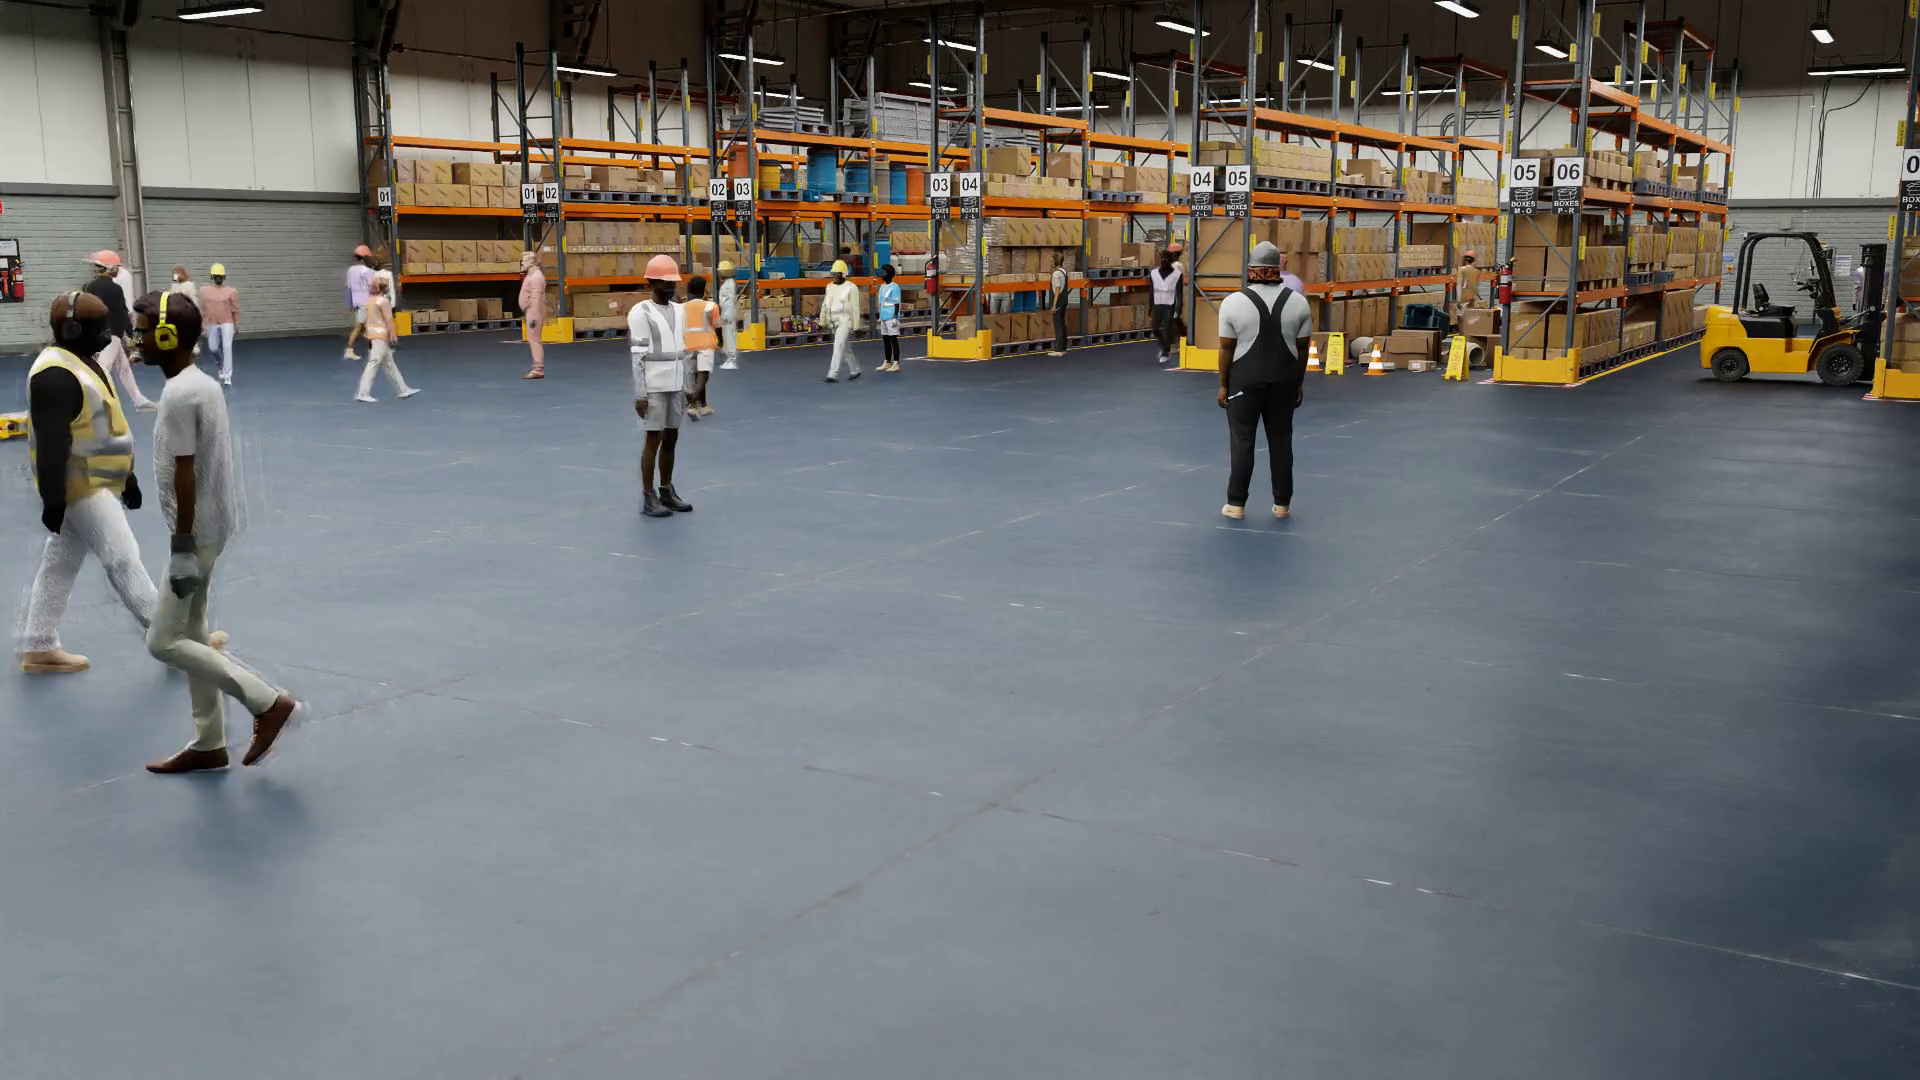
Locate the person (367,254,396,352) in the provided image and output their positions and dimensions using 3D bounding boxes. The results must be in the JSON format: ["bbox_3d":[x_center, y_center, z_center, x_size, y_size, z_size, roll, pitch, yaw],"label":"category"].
[{"bbox_3d":[-10.899,-4.448,31.219,0.580,1.835,1.003,3,11,18],"label":"person"}]

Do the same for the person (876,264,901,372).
[{"bbox_3d":[-1.125,-3.492,26.210,0.315,1.696,0.540,-6,12,-32],"label":"person"}]

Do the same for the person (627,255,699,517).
[{"bbox_3d":[-2.197,-1.143,12.402,0.381,1.933,0.561,6,12,30],"label":"person"}]

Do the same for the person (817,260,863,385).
[{"bbox_3d":[-1.714,-3.153,24.091,0.596,1.788,0.943,10,14,43],"label":"person"}]

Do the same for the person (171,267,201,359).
[{"bbox_3d":[-13.603,-3.943,28.985,0.532,1.596,0.788,5,11,25],"label":"person"}]

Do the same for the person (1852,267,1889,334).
[{"bbox_3d":[17.260,-4.558,31.567,0.580,1.919,0.397,5,11,27],"label":"person"}]

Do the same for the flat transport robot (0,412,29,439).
[{"bbox_3d":[-9.772,-1.248,17.636,0.652,0.197,1.431,6,12,32],"label":"flat transport robot"}]

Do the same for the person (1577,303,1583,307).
[{"bbox_3d":[14.273,-5.791,38.432,0.552,1.924,0.502,7,13,36],"label":"person"}]

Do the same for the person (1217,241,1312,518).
[{"bbox_3d":[2.210,-1.178,12.288,0.685,2.000,0.538,-1,10,-5],"label":"person"}]

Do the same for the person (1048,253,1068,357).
[{"bbox_3d":[1.766,-4.209,29.811,0.328,1.844,0.514,4,11,23],"label":"person"}]

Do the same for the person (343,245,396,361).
[{"bbox_3d":[-10.315,-4.108,28.867,0.626,1.981,1.075,7,13,36],"label":"person"}]

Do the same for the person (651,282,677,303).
[{"bbox_3d":[-5.869,-4.664,32.954,0.509,1.632,0.268,-3,11,-18],"label":"person"}]

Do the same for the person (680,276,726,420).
[{"bbox_3d":[-3.017,-2.218,19.178,0.531,1.659,0.858,4,11,20],"label":"person"}]

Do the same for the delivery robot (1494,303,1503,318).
[{"bbox_3d":[13.012,-5.526,40.538,0.707,0.478,0.477,0,10,2],"label":"delivery robot"}]

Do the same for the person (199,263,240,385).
[{"bbox_3d":[-10.684,-3.133,24.061,0.526,1.743,0.696,-2,10,-13],"label":"person"}]

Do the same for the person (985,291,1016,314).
[{"bbox_3d":[0.807,-4.813,32.980,0.625,1.931,0.374,0,10,0],"label":"person"}]

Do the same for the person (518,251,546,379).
[{"bbox_3d":[-6.423,-3.369,24.974,0.395,1.899,0.644,-3,11,-18],"label":"person"}]

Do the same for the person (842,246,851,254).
[{"bbox_3d":[-2.840,-6.280,41.116,0.627,1.945,0.465,6,12,29],"label":"person"}]

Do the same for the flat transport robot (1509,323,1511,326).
[{"bbox_3d":[13.873,-5.336,40.535,0.652,0.197,1.431,6,12,30],"label":"flat transport robot"}]

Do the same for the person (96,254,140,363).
[{"bbox_3d":[-14.229,-3.904,28.031,0.681,1.898,0.659,4,11,19],"label":"person"}]

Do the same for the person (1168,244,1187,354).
[{"bbox_3d":[3.965,-4.378,30.390,0.514,2.013,0.683,4,11,20],"label":"person"}]

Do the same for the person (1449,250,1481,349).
[{"bbox_3d":[9.601,-4.552,31.627,0.706,1.885,0.485,-6,12,-30],"label":"person"}]

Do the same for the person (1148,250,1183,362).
[{"bbox_3d":[3.503,-3.992,28.411,0.613,1.908,0.440,5,11,26],"label":"person"}]

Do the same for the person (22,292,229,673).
[{"bbox_3d":[-4.015,-0.256,7.809,0.945,1.789,0.654,-3,11,-16],"label":"person"}]

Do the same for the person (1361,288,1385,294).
[{"bbox_3d":[9.634,-5.672,38.646,0.541,1.615,0.649,8,13,39],"label":"person"}]

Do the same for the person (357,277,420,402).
[{"bbox_3d":[-7.390,-2.569,21.341,0.886,1.588,0.547,-8,13,-38],"label":"person"}]

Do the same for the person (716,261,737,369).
[{"bbox_3d":[-3.773,-3.624,26.849,0.326,1.738,0.512,-4,11,-24],"label":"person"}]

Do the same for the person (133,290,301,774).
[{"bbox_3d":[-2.850,-0.002,6.255,0.481,1.844,0.544,-3,10,-15],"label":"person"}]

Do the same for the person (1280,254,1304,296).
[{"bbox_3d":[4.153,-2.812,21.928,0.645,1.877,0.782,-3,11,-18],"label":"person"}]

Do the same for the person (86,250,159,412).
[{"bbox_3d":[-10.001,-2.429,19.597,0.639,1.940,1.051,8,13,37],"label":"person"}]
